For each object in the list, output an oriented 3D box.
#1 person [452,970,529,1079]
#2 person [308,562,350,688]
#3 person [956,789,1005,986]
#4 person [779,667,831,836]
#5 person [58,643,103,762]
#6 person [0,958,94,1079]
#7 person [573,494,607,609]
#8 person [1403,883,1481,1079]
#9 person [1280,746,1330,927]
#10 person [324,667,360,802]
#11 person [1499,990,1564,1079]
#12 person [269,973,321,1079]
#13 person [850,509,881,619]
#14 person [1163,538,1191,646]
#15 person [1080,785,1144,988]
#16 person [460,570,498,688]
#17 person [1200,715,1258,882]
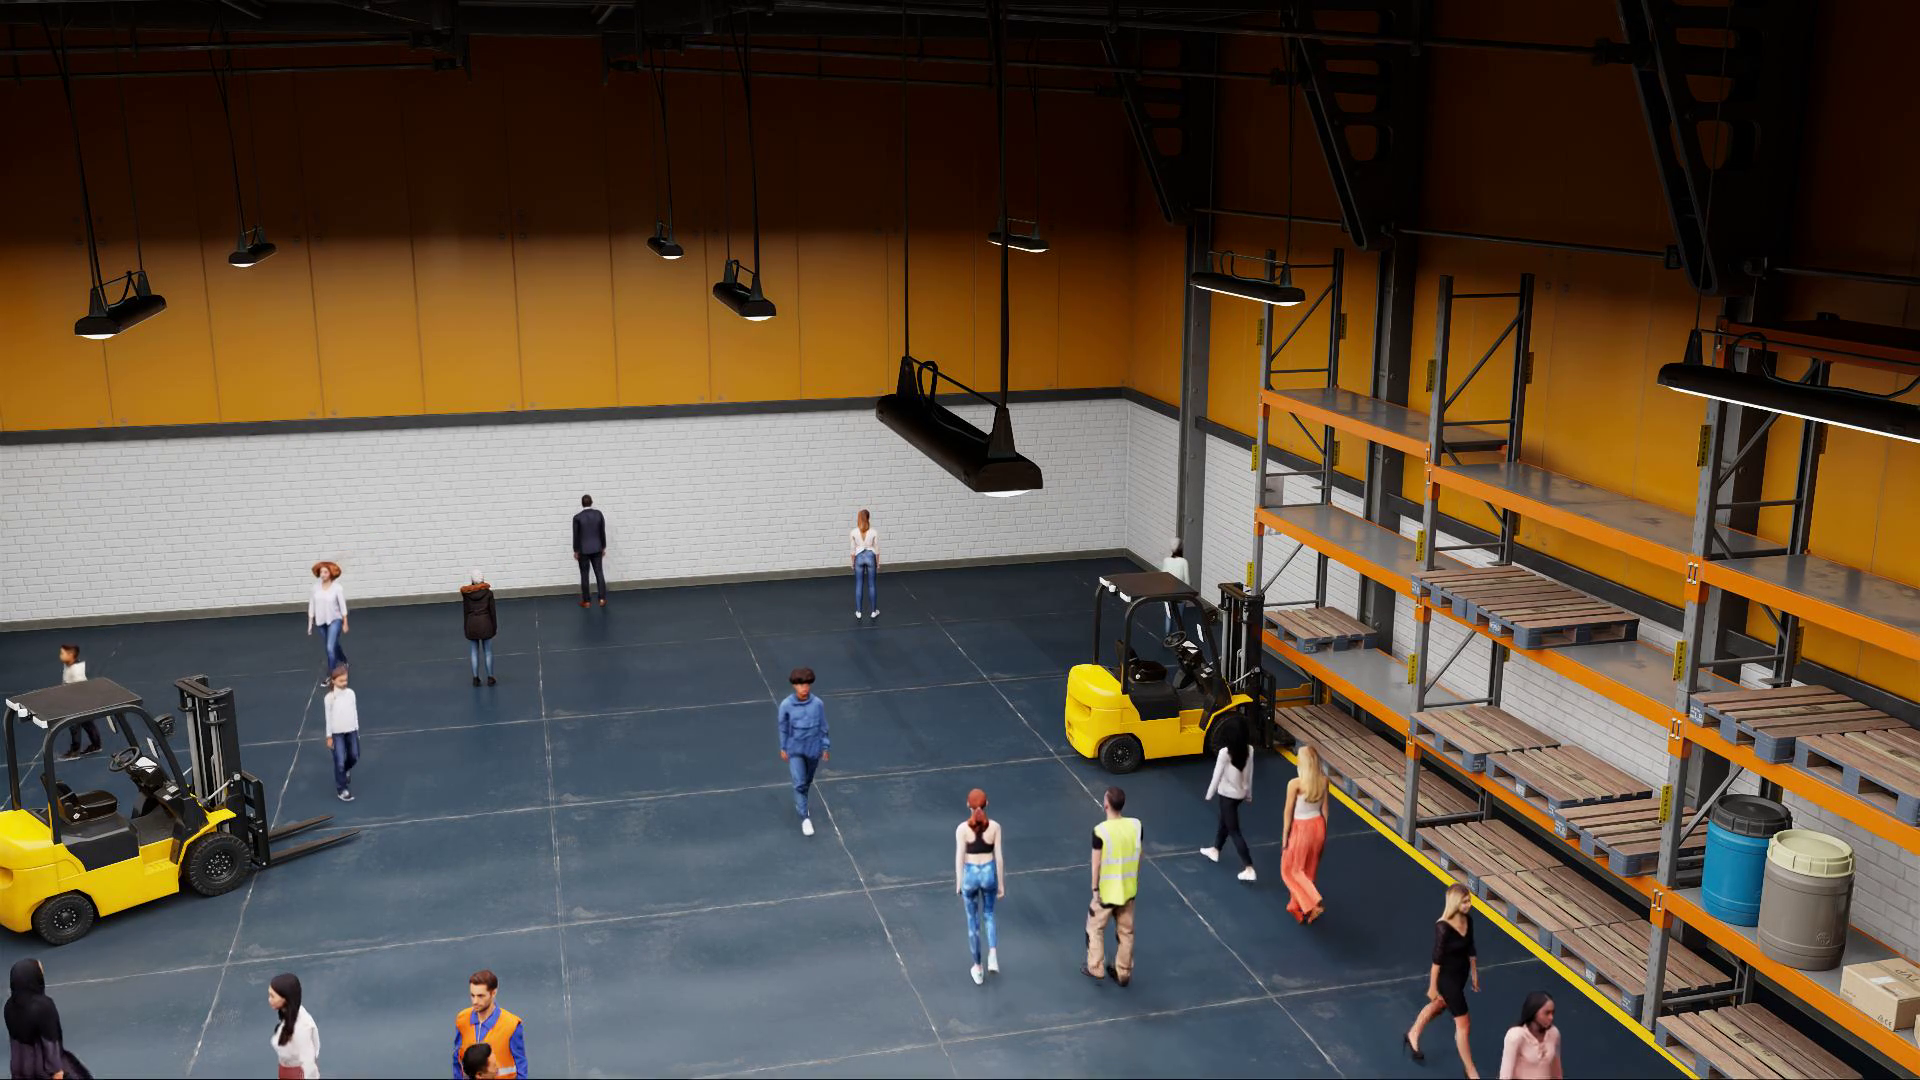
[{"bbox_3d":[-3.219,3.809,11.417,0.766,1.864,0.742,2,14,7],"label":"person"},{"bbox_3d":[-8.662,1.112,22.963,0.996,1.671,1.239,3,14,12],"label":"person"},{"bbox_3d":[0.177,3.083,14.612,0.571,1.771,0.689,-3,14,-11],"label":"person"},{"bbox_3d":[-1.718,2.244,18.091,0.734,1.765,1.153,-4,14,-18],"label":"person"},{"bbox_3d":[-10.584,1.925,20.108,0.803,1.435,0.782,-10,17,-35],"label":"person"},{"bbox_3d":[-6.709,3.799,12.007,0.874,1.606,0.967,5,15,20],"label":"person"},{"bbox_3d":[-5.911,0.163,26.559,0.750,1.824,0.669,-7,15,-27],"label":"person"},{"bbox_3d":[3.833,3.492,13.216,0.878,1.634,1.111,-11,18,-39],"label":"person"},{"bbox_3d":[3.296,2.831,15.620,0.679,1.787,0.875,-5,14,-19],"label":"person"},{"bbox_3d":[-7.048,2.168,18.887,0.754,1.537,0.890,-11,18,-39],"label":"person"},{"bbox_3d":[3.856,3.869,11.507,0.685,1.705,0.699,-6,15,-23],"label":"person"},{"bbox_3d":[-4.540,3.828,11.614,0.790,1.734,0.707,-11,18,-39],"label":"person"},{"bbox_3d":[-1.478,0.359,25.971,0.663,1.720,0.625,0,14,1],"label":"person"},{"bbox_3d":[3.180,0.766,24.446,0.621,1.647,0.693,9,16,32],"label":"person"},{"bbox_3d":[1.395,3.066,14.556,0.733,1.831,0.766,-5,15,-21],"label":"person"},{"bbox_3d":[-6.562,1.195,22.704,0.623,1.634,0.611,-2,14,-10],"label":"person"},{"bbox_3d":[2.790,2.624,16.746,0.910,1.660,1.182,-11,17,-37],"label":"person"}]
